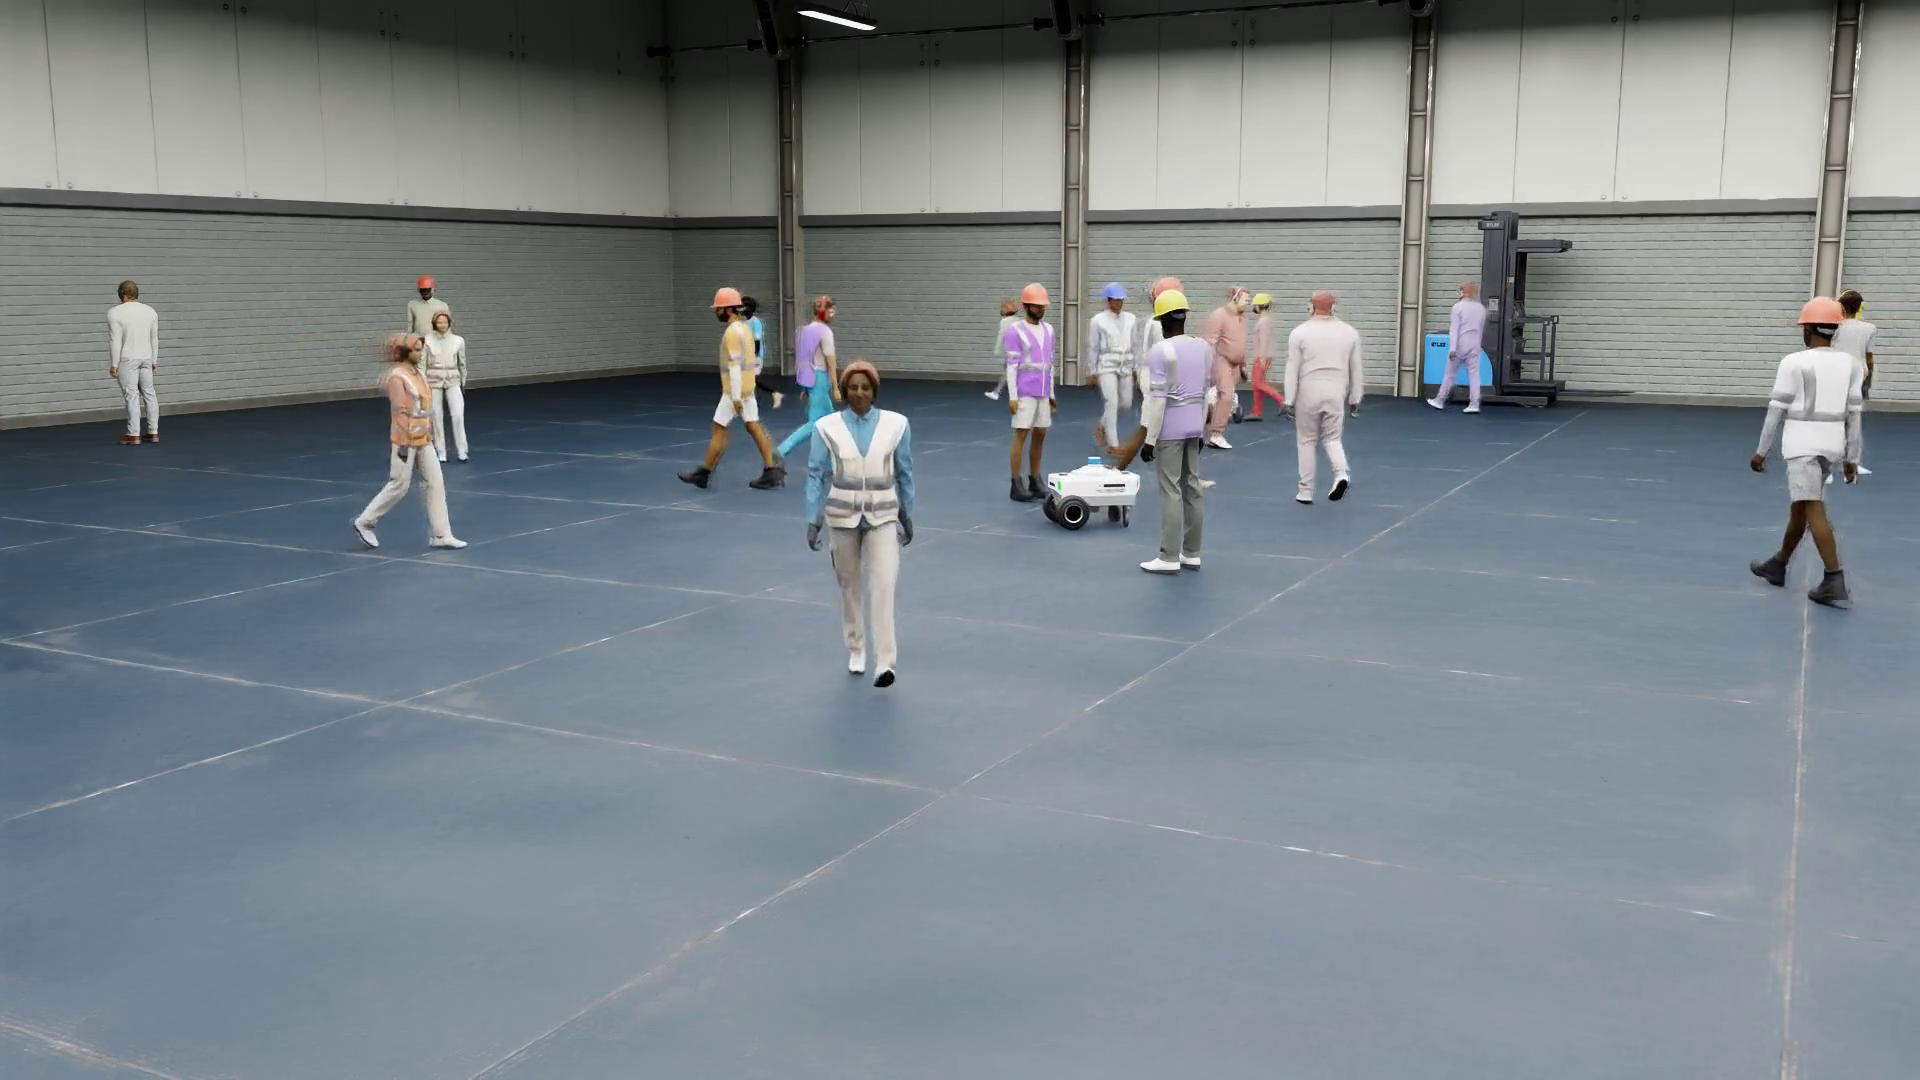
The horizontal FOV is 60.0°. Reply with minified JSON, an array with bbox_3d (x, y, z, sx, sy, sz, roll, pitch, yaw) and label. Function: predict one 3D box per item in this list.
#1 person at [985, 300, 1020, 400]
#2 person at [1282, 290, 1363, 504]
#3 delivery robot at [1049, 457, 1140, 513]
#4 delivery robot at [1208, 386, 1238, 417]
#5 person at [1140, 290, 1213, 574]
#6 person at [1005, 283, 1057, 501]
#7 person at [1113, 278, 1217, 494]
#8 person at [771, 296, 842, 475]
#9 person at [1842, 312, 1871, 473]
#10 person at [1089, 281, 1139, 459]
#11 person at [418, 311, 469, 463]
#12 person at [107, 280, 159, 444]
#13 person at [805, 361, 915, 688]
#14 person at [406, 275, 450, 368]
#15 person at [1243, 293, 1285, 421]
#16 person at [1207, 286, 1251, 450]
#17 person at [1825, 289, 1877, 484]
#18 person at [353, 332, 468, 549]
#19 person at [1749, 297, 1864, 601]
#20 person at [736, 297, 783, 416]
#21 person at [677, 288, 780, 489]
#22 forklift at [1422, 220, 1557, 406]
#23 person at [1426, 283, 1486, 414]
[{"bbox_3d":[0.738,-2.955,26.010,0.845,1.579,0.520,6,11,32],"label":"person"},{"bbox_3d":[3.192,-1.245,14.581,0.693,1.882,0.551,-1,9,-8],"label":"person"},{"bbox_3d":[1.090,-0.430,13.485,0.707,0.478,0.477,-2,9,-11],"label":"delivery robot"},{"bbox_3d":[3.526,-1.920,22.670,0.477,0.478,0.707,-1,9,-9],"label":"delivery robot"},{"bbox_3d":[1.457,-0.737,11.346,0.585,1.917,0.382,-8,12,-42],"label":"person"},{"bbox_3d":[0.665,-1.331,14.943,0.551,1.935,0.370,-8,12,-40],"label":"person"},{"bbox_3d":[1.820,-1.385,15.172,1.025,1.983,0.635,0,9,2],"label":"person"},{"bbox_3d":[-1.482,-1.537,16.637,0.867,1.808,0.556,-4,10,-24],"label":"person"},{"bbox_3d":[8.973,-1.564,17.127,0.794,1.727,0.494,4,10,21],"label":"person"},{"bbox_3d":[1.673,-1.900,18.475,0.605,1.932,0.695,-5,10,-28],"label":"person"},{"bbox_3d":[-5.493,-1.617,17.717,0.522,1.617,0.682,-4,10,-24],"label":"person"},{"bbox_3d":[-9.832,-2.118,19.795,0.370,1.940,0.630,5,10,27],"label":"person"},{"bbox_3d":[-0.491,-0.073,8.213,0.547,1.590,0.849,-1,9,-4],"label":"person"},{"bbox_3d":[-7.668,-2.813,23.952,0.651,1.975,0.548,-1,9,-5],"label":"person"},{"bbox_3d":[4.165,-2.490,22.671,0.554,1.752,0.530,2,9,12],"label":"person"},{"bbox_3d":[3.113,-1.979,19.184,0.601,1.867,0.712,7,12,38],"label":"person"},{"bbox_3d":[8.519,-1.476,16.036,0.513,1.875,0.328,1,9,8],"label":"person"},{"bbox_3d":[-4.089,-0.728,12.234,0.779,1.608,0.526,1,9,6],"label":"person"},{"bbox_3d":[5.382,-0.583,10.523,0.550,1.889,1.012,-2,10,-14],"label":"person"},{"bbox_3d":[-2.890,-2.620,23.683,0.590,1.684,0.542,-5,10,-27],"label":"person"},{"bbox_3d":[-2.153,-1.418,15.640,0.985,1.885,0.568,2,9,10],"label":"person"},{"bbox_3d":[8.245,-3.527,25.720,1.873,2.768,1.129,5,10,27],"label":"forklift"},{"bbox_3d":[7.243,-2.784,24.108,0.681,1.862,0.939,-4,10,-24],"label":"person"}]
